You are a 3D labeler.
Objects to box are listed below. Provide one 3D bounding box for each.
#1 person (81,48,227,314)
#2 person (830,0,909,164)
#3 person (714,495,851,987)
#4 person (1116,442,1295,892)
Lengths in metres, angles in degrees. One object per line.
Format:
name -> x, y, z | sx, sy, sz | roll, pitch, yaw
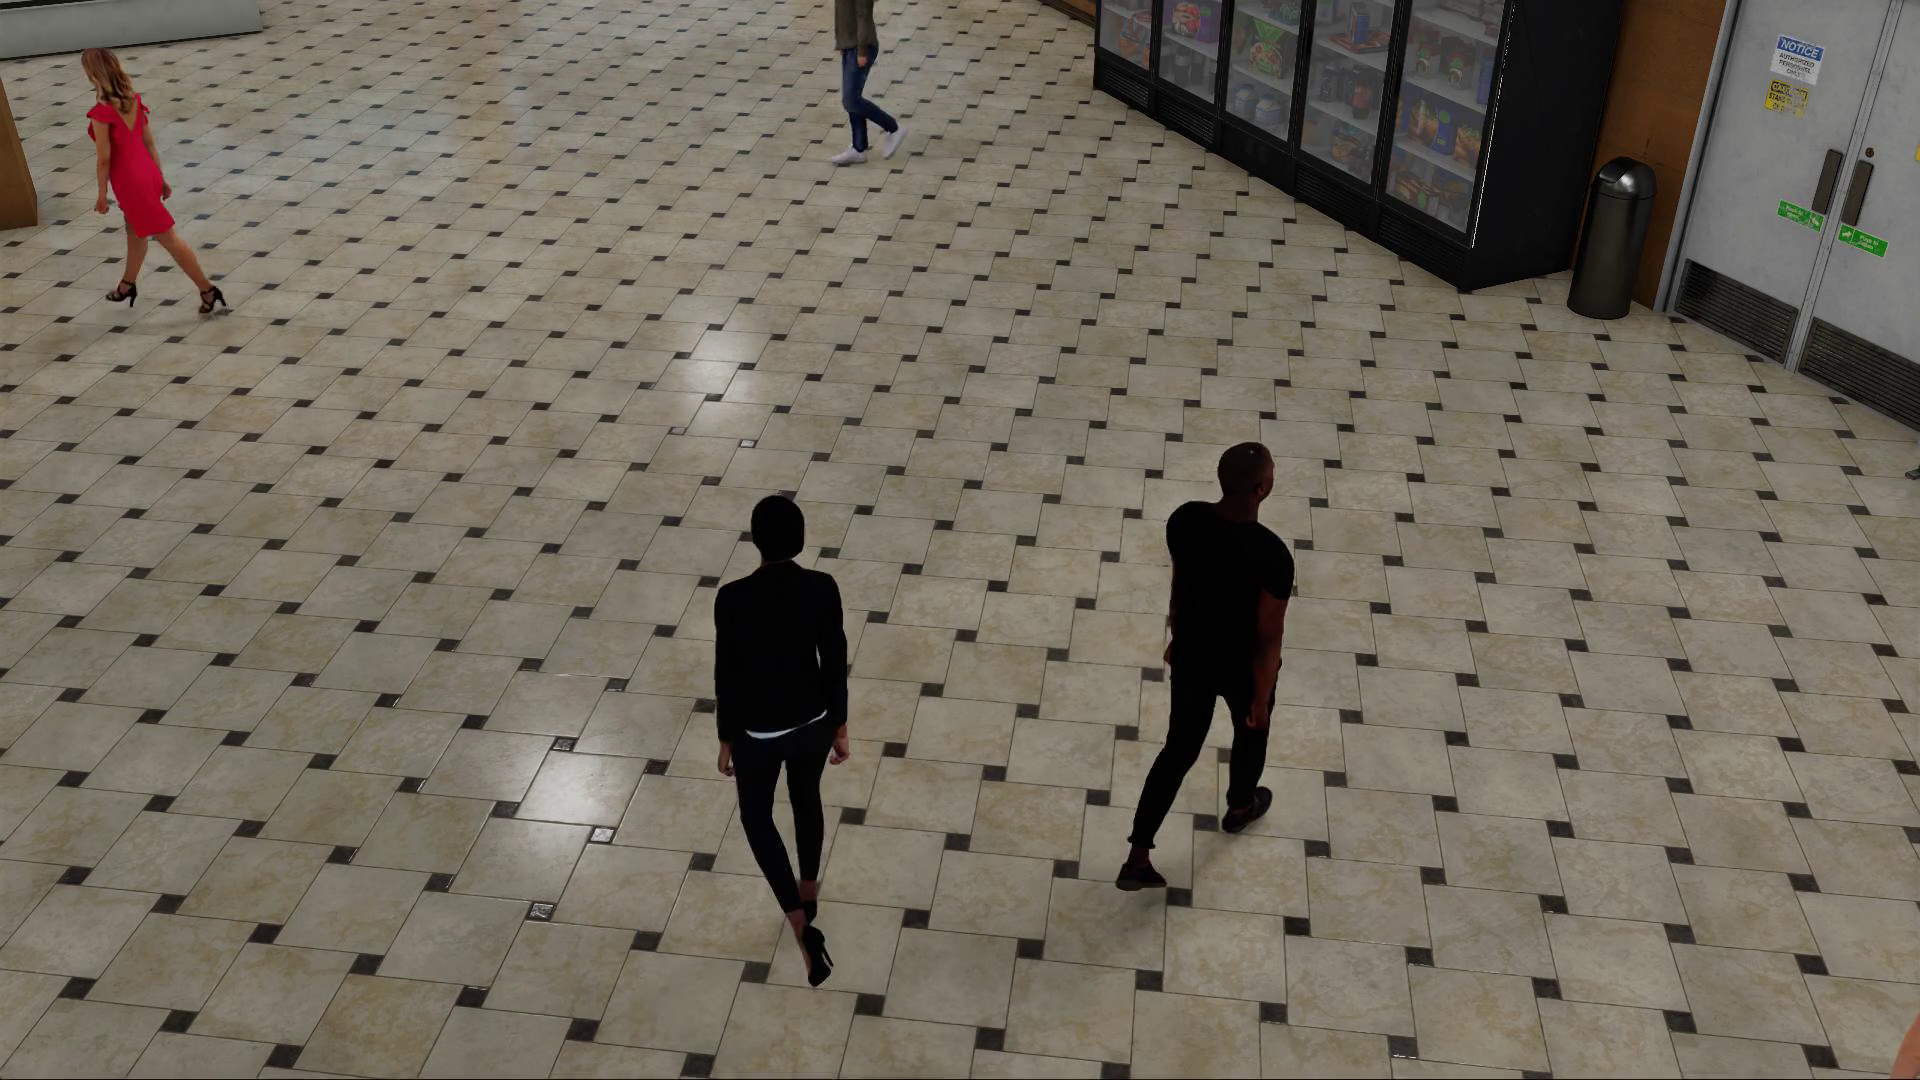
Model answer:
person -> -4.991, -2.156, 10.266 | 1.111, 1.682, 0.939 | 4, 32, 7
person -> -0.699, -3.788, 12.727 | 0.917, 1.853, 0.792 | -8, 33, -12
person -> -0.564, 0.722, 5.513 | 0.854, 1.817, 0.707 | -11, 33, -16
person -> 0.862, 0.500, 5.903 | 0.983, 1.782, 1.272 | 25, 40, 34
